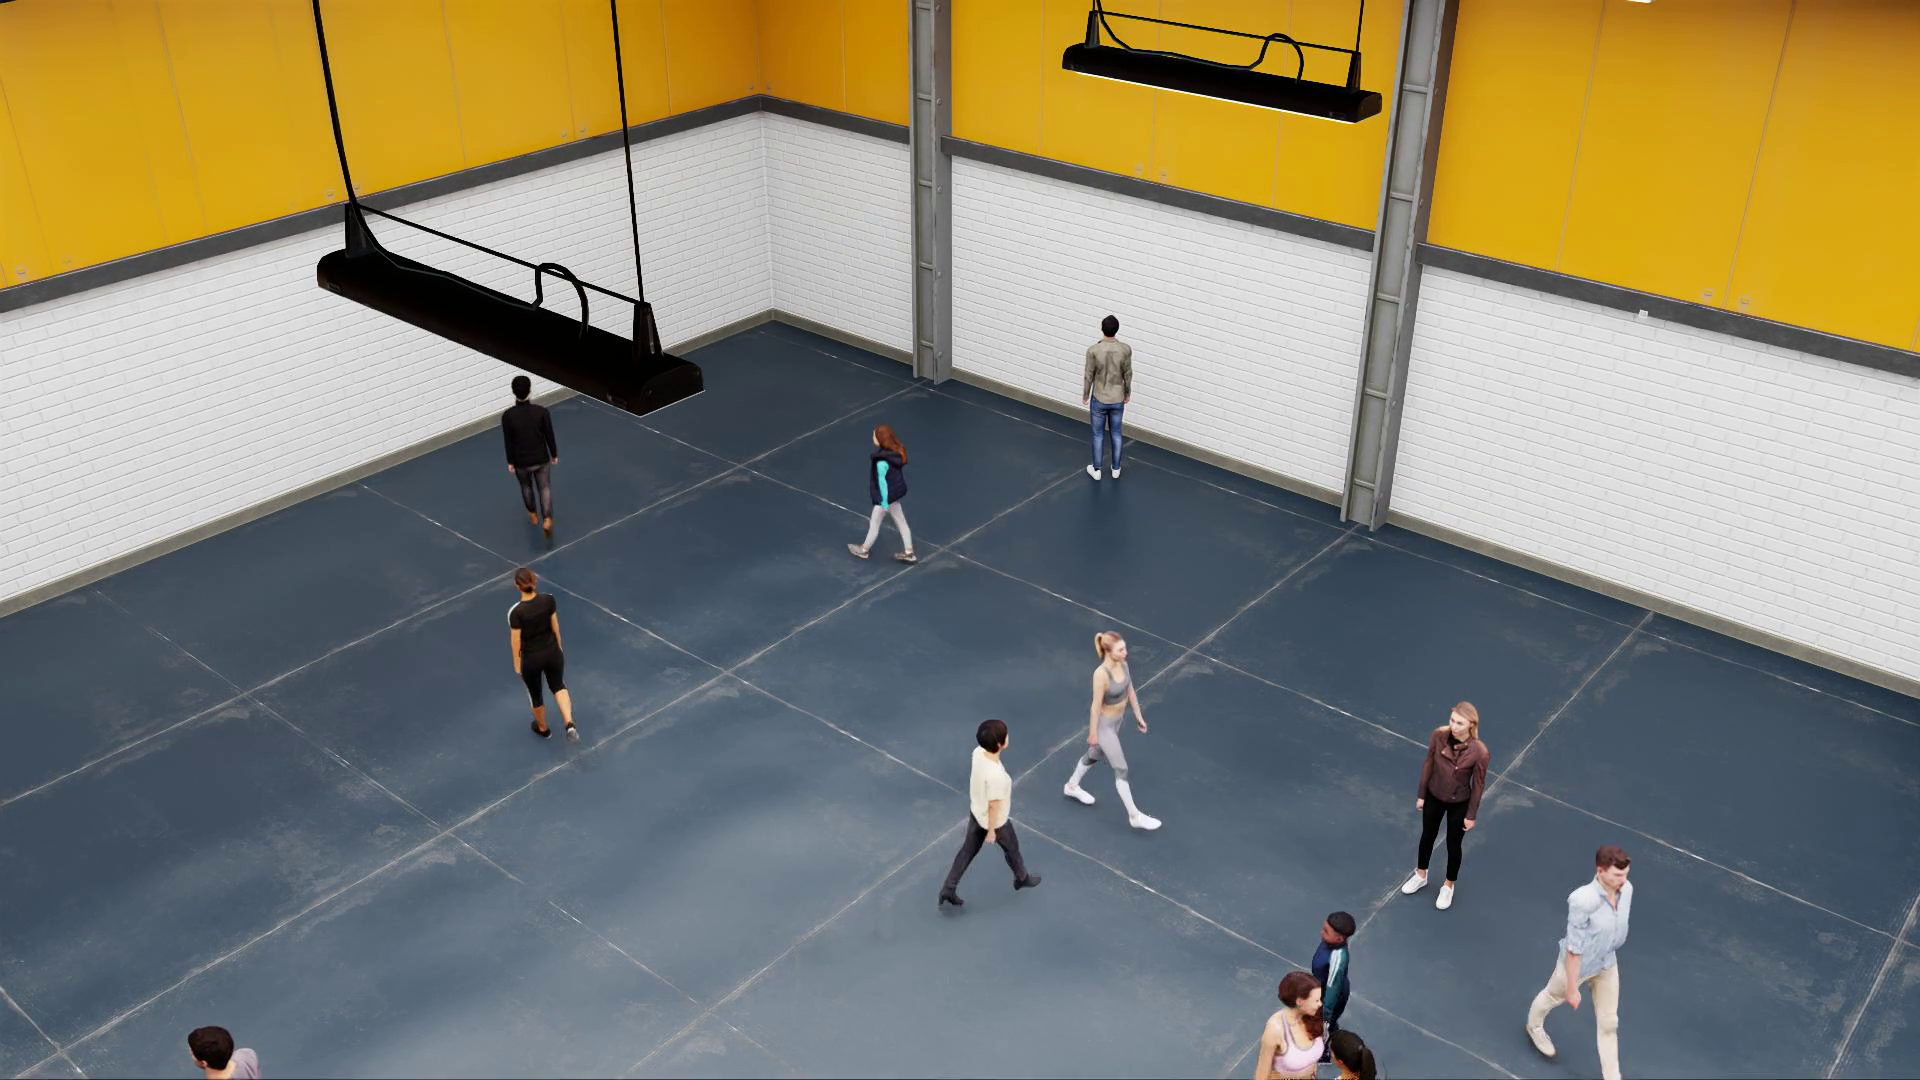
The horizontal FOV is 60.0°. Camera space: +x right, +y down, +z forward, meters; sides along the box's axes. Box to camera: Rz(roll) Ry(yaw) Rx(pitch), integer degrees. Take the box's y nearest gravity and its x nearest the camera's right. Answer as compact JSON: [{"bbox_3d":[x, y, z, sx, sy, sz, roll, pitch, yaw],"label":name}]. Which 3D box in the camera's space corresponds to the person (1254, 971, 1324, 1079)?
[{"bbox_3d":[1.848,3.166,9.503,0.685,1.760,0.661,-12,31,-21],"label":"person"}]

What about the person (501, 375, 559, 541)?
[{"bbox_3d":[-4.346,-0.821,16.869,0.999,1.707,1.150,-8,30,-15],"label":"person"}]

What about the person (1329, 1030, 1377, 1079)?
[{"bbox_3d":[2.176,3.406,9.217,1.063,1.614,0.640,24,36,36],"label":"person"}]

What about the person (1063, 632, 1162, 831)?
[{"bbox_3d":[1.072,1.415,12.823,1.143,1.656,0.696,16,32,26],"label":"person"}]

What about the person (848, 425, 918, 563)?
[{"bbox_3d":[-0.638,-0.423,16.394,1.009,1.464,0.805,8,30,14],"label":"person"}]

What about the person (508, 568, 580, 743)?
[{"bbox_3d":[-3.408,0.976,13.629,0.698,1.655,0.917,-21,35,-33],"label":"person"}]

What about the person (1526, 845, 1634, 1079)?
[{"bbox_3d":[3.871,2.614,10.474,1.021,1.801,1.279,-12,31,-21],"label":"person"}]

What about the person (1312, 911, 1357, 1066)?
[{"bbox_3d":[2.417,2.861,10.598,0.674,1.248,0.627,4,29,7],"label":"person"}]

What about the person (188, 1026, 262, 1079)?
[{"bbox_3d":[-3.903,3.352,9.065,0.777,1.854,0.740,0,29,0],"label":"person"}]

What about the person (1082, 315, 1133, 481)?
[{"bbox_3d":[1.593,-1.537,18.017,0.781,1.864,0.814,-5,29,-9],"label":"person"}]

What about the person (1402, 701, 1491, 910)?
[{"bbox_3d":[3.511,1.872,11.934,0.430,1.704,0.659,22,36,35],"label":"person"}]

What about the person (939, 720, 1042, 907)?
[{"bbox_3d":[0.142,1.998,11.868,0.951,1.546,1.071,-12,31,-22],"label":"person"}]
